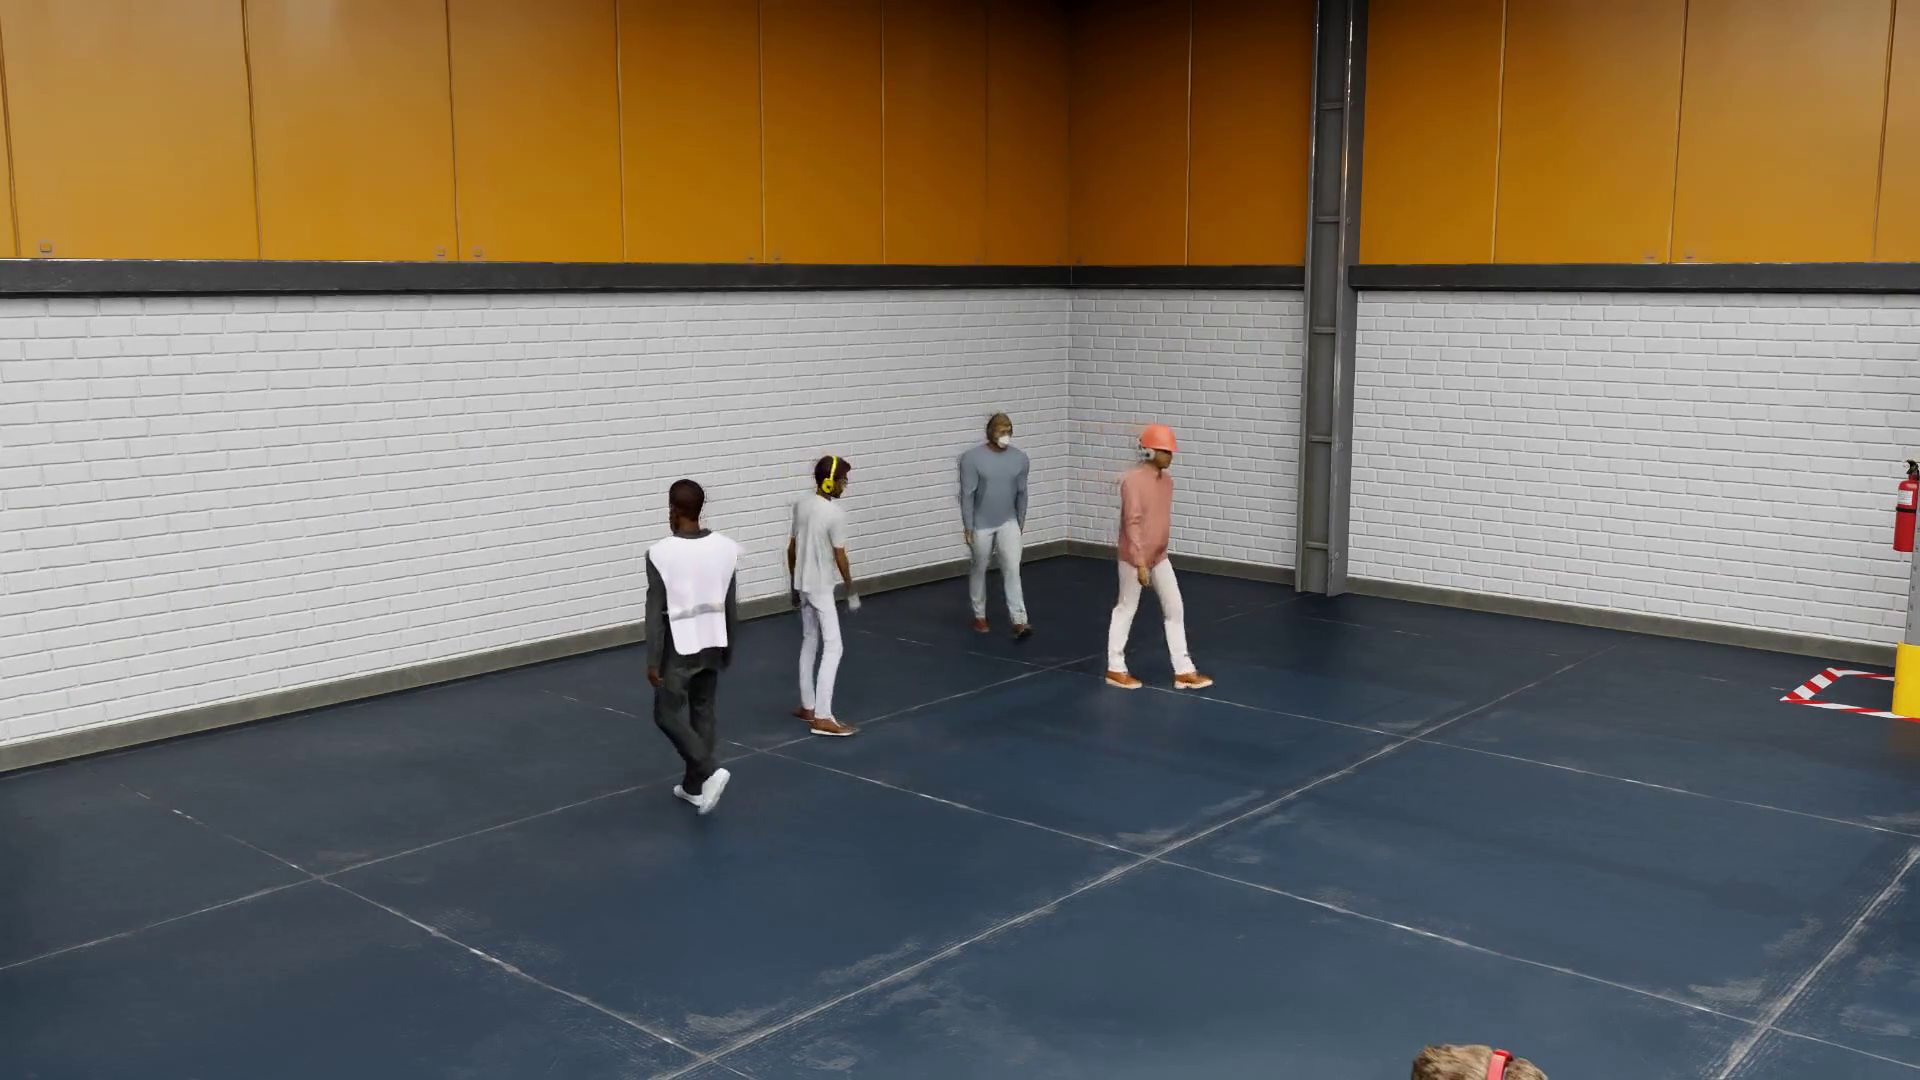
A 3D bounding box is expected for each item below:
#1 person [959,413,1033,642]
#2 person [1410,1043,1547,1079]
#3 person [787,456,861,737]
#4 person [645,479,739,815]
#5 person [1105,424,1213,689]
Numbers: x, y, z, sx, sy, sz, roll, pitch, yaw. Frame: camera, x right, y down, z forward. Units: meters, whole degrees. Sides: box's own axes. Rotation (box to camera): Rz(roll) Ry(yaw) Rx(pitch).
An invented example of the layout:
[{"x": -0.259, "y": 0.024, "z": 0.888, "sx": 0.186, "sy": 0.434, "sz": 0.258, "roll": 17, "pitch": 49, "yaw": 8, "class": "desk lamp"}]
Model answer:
[{"x": 0.312, "y": -0.098, "z": 13.800, "sx": 0.643, "sy": 1.882, "sz": 1.046, "roll": -2, "pitch": 9, "yaw": -15, "class": "person"}, {"x": 0.845, "y": 1.697, "z": 2.672, "sx": 0.390, "sy": 1.846, "sz": 0.565, "roll": 3, "pitch": 10, "yaw": 18, "class": "person"}, {"x": -0.913, "y": 0.360, "z": 11.106, "sx": 0.410, "sy": 1.843, "sz": 0.836, "roll": -7, "pitch": 12, "yaw": -38, "class": "person"}, {"x": -1.488, "y": 0.606, "z": 9.339, "sx": 0.614, "sy": 1.902, "sz": 0.667, "roll": -8, "pitch": 12, "yaw": -41, "class": "person"}, {"x": 1.436, "y": 0.151, "z": 12.044, "sx": 0.915, "sy": 1.957, "sz": 0.642, "roll": 8, "pitch": 12, "yaw": 42, "class": "person"}]
